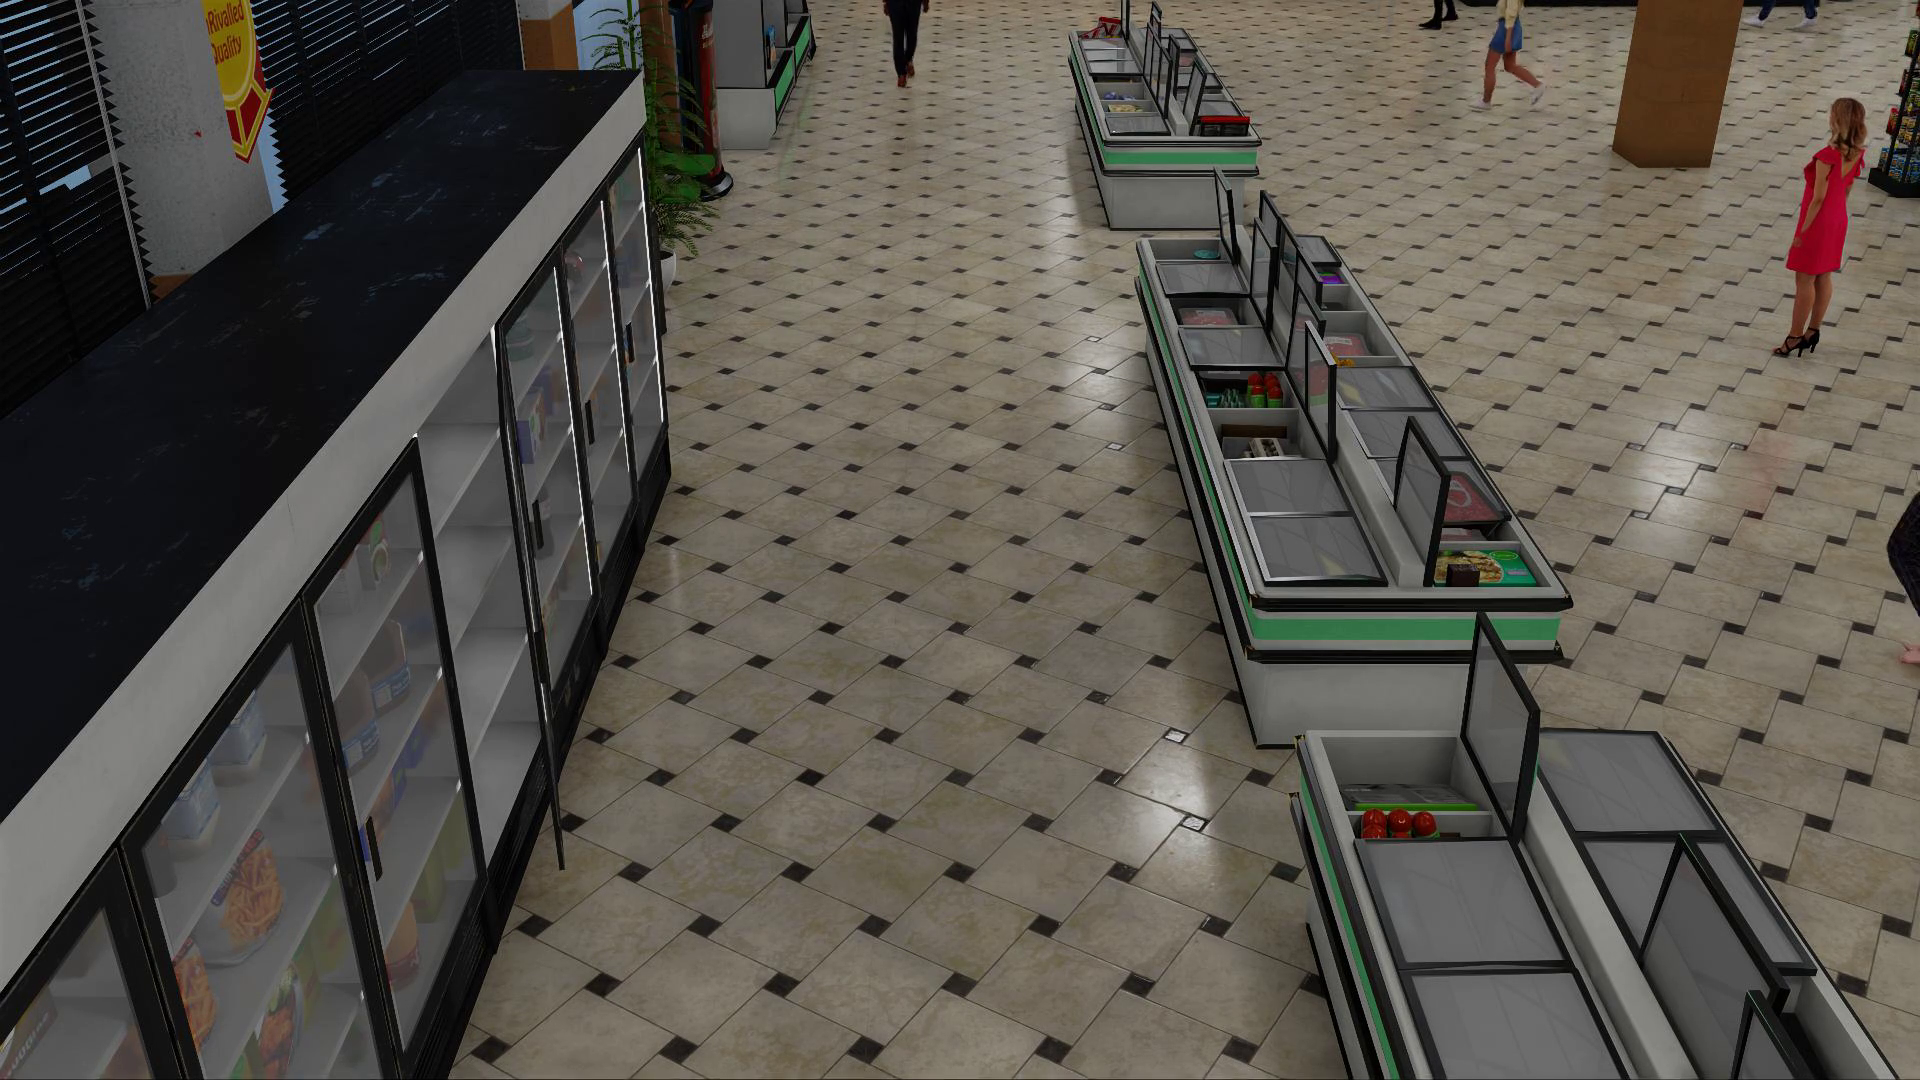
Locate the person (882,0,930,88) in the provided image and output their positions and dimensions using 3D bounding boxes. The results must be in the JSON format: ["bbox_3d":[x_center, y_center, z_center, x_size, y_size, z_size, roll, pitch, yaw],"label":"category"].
[{"bbox_3d":[-0.648,-6.182,19.095,0.795,1.802,1.223,-4,27,-8],"label":"person"}]

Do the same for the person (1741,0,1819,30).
[{"bbox_3d":[11.152,-7.676,22.005,1.137,1.835,1.228,14,30,25],"label":"person"}]

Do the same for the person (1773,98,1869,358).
[{"bbox_3d":[5.751,-2.077,11.082,0.660,1.728,0.684,-14,30,-26],"label":"person"}]

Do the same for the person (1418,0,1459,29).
[{"bbox_3d":[6.463,-7.765,22.172,0.999,1.842,0.855,20,33,34],"label":"person"}]

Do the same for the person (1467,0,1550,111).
[{"bbox_3d":[5.908,-5.352,17.676,0.970,1.605,1.074,11,29,20],"label":"person"}]
